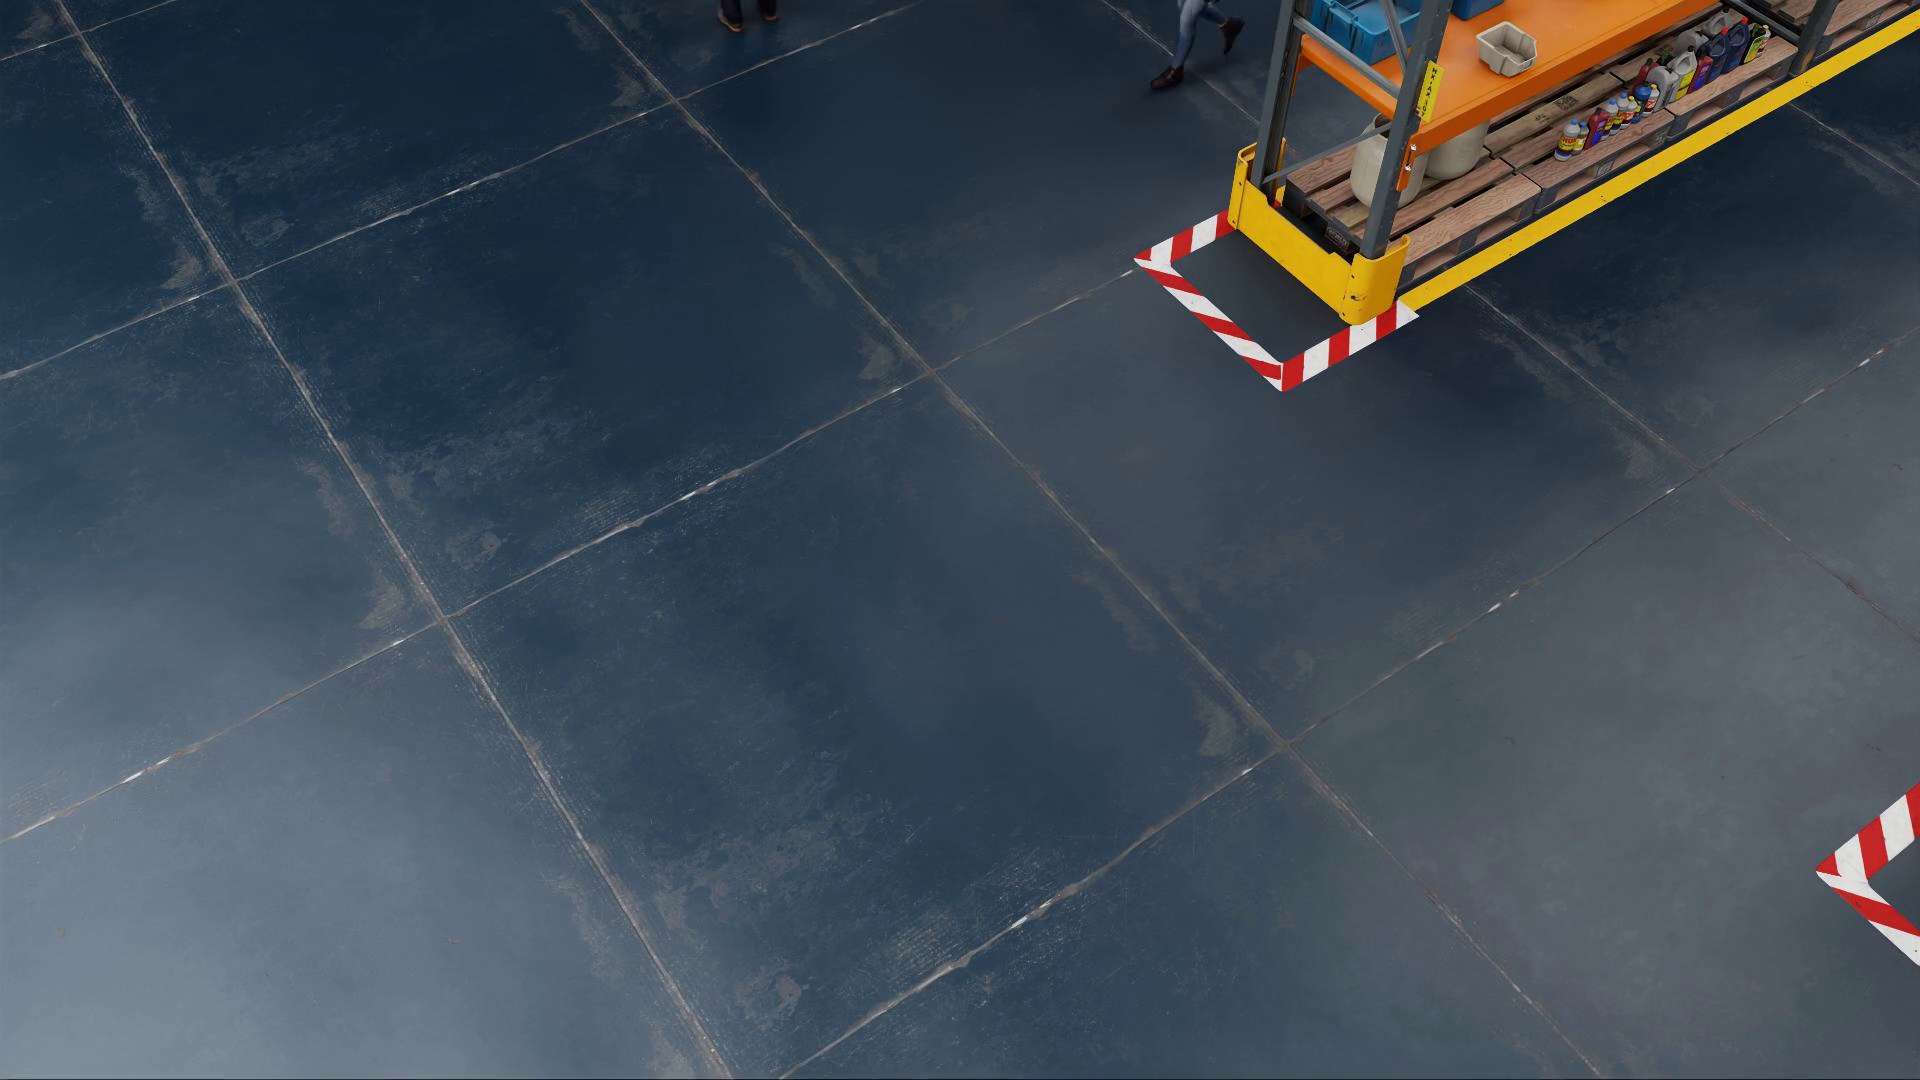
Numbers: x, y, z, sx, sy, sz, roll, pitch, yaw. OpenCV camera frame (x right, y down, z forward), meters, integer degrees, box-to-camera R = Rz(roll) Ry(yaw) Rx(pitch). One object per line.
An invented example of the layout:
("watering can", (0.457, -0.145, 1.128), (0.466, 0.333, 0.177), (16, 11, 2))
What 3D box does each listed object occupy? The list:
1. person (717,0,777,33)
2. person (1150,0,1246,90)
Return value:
("person", (-1.479, -4.178, 10.816), (0.529, 1.815, 0.731), (-23, 56, -17))
("person", (1.575, -3.636, 10.520), (0.992, 1.618, 0.734), (-22, 55, -16))
